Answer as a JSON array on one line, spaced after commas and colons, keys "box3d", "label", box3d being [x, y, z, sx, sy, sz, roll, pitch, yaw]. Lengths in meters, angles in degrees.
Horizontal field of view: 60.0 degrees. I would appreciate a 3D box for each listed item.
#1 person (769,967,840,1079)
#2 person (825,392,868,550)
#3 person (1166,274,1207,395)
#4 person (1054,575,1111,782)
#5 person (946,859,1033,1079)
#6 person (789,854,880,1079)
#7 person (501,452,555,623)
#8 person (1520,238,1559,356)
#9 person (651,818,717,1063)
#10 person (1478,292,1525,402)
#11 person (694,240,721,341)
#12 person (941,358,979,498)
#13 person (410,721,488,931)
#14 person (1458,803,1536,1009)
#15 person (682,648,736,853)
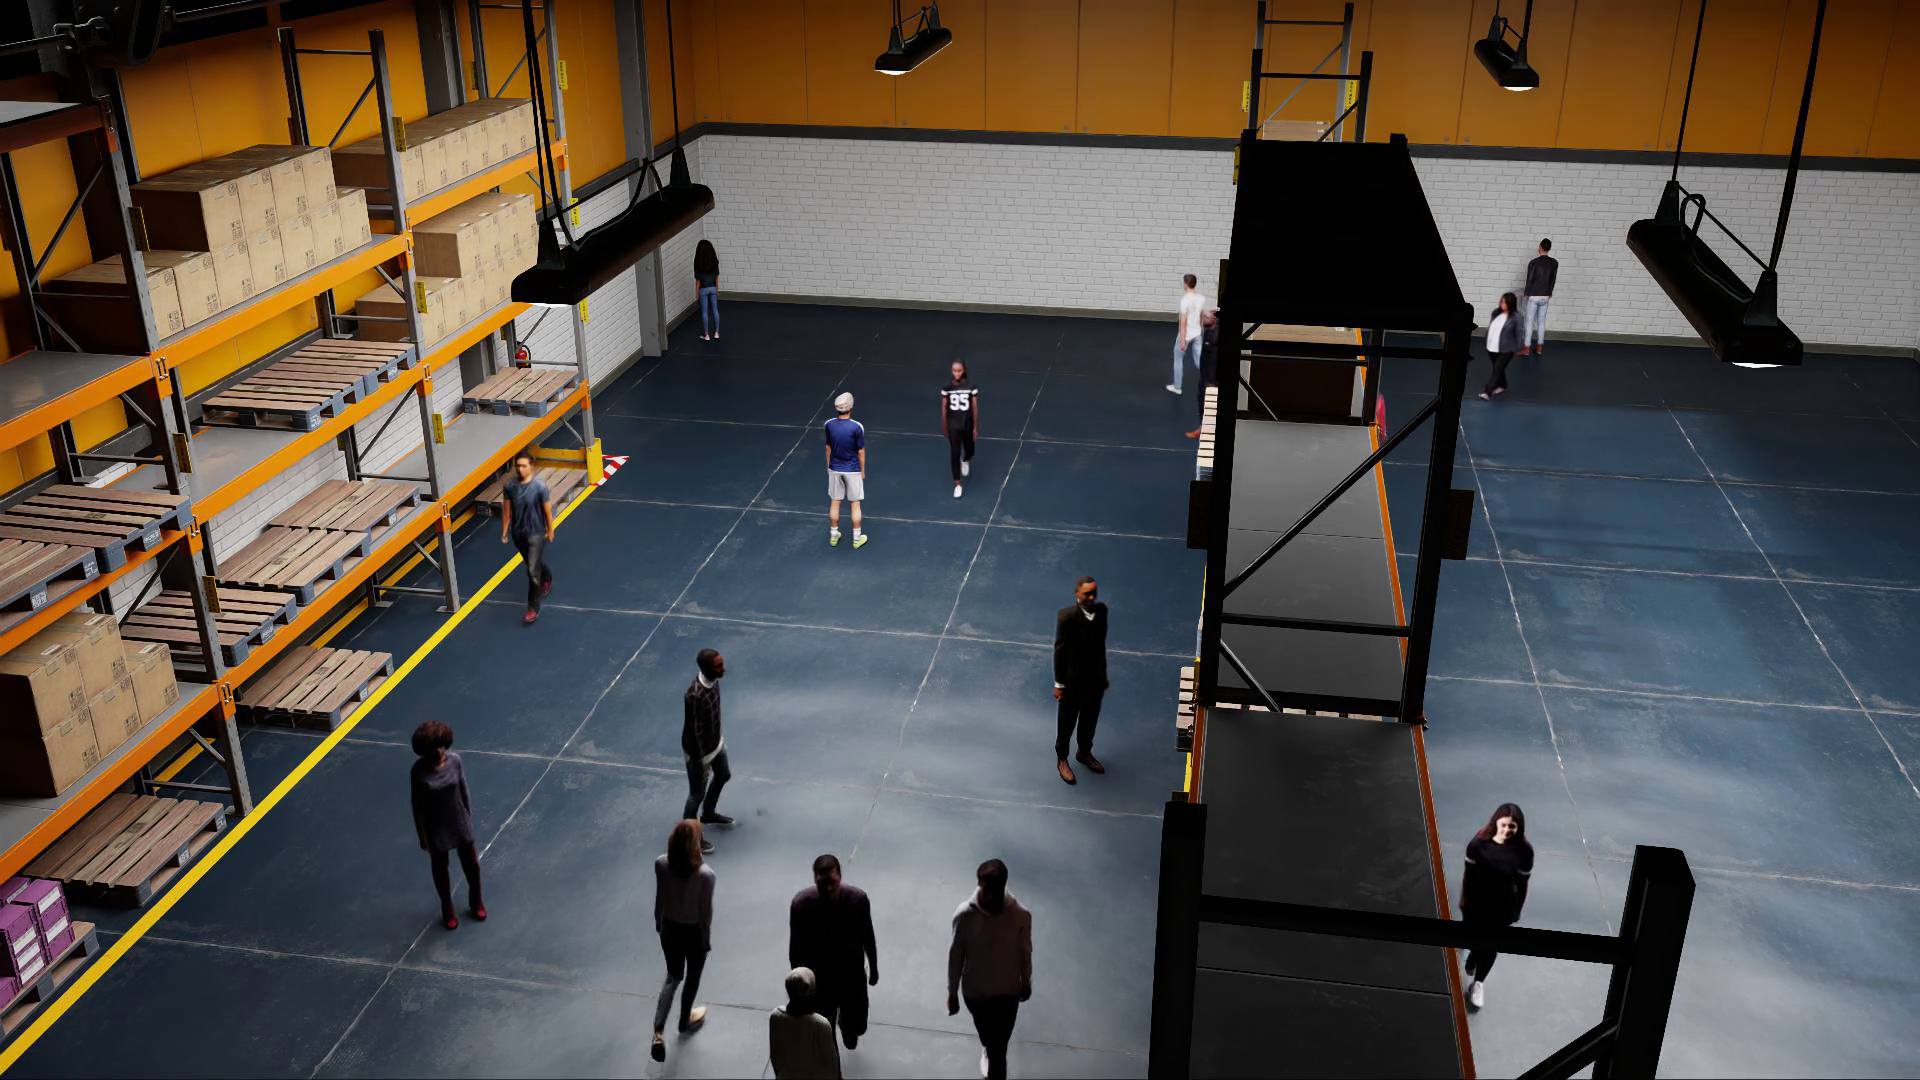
[{"box3d": [-0.933, 3.259, 10.058, 0.603, 1.647, 0.532, 8, 25, 17], "label": "person"}, {"box3d": [-1.317, -0.805, 19.123, 0.646, 1.833, 0.579, 7, 25, 15], "label": "person"}, {"box3d": [3.373, -2.870, 23.869, 1.184, 1.817, 1.244, -15, 28, -30], "label": "person"}, {"box3d": [1.068, 1.172, 14.513, 0.798, 1.904, 0.833, -13, 27, -27], "label": "person"}, {"box3d": [0.193, 2.832, 10.752, 0.761, 1.876, 1.271, 2, 24, 4], "label": "person"}, {"box3d": [-0.832, 2.798, 10.883, 0.898, 1.832, 1.017, -1, 24, -3], "label": "person"}, {"box3d": [-4.530, -0.104, 17.602, 0.655, 1.768, 1.145, 4, 24, 10], "label": "person"}, {"box3d": [9.039, -3.800, 25.973, 0.731, 1.836, 0.694, -5, 24, -11], "label": "person"}, {"box3d": [-1.882, 2.709, 11.170, 0.777, 1.765, 1.040, 9, 25, 19], "label": "person"}, {"box3d": [7.863, -2.787, 24.002, 1.121, 1.557, 1.062, -16, 28, -32], "label": "person"}, {"box3d": [-4.072, -4.040, 26.795, 0.715, 1.617, 0.769, -14, 27, -28], "label": "person"}, {"box3d": [0.012, -1.434, 20.713, 0.716, 1.714, 1.002, 1, 24, 1], "label": "person"}, {"box3d": [-3.923, 2.122, 12.582, 0.690, 1.710, 0.740, -14, 27, -28], "label": "person"}, {"box3d": [3.763, 2.516, 11.777, 0.644, 1.632, 0.741, 7, 24, 15], "label": "person"}, {"box3d": [-2.089, 1.670, 13.501, 0.780, 1.802, 0.613, 6, 24, 12], "label": "person"}]
